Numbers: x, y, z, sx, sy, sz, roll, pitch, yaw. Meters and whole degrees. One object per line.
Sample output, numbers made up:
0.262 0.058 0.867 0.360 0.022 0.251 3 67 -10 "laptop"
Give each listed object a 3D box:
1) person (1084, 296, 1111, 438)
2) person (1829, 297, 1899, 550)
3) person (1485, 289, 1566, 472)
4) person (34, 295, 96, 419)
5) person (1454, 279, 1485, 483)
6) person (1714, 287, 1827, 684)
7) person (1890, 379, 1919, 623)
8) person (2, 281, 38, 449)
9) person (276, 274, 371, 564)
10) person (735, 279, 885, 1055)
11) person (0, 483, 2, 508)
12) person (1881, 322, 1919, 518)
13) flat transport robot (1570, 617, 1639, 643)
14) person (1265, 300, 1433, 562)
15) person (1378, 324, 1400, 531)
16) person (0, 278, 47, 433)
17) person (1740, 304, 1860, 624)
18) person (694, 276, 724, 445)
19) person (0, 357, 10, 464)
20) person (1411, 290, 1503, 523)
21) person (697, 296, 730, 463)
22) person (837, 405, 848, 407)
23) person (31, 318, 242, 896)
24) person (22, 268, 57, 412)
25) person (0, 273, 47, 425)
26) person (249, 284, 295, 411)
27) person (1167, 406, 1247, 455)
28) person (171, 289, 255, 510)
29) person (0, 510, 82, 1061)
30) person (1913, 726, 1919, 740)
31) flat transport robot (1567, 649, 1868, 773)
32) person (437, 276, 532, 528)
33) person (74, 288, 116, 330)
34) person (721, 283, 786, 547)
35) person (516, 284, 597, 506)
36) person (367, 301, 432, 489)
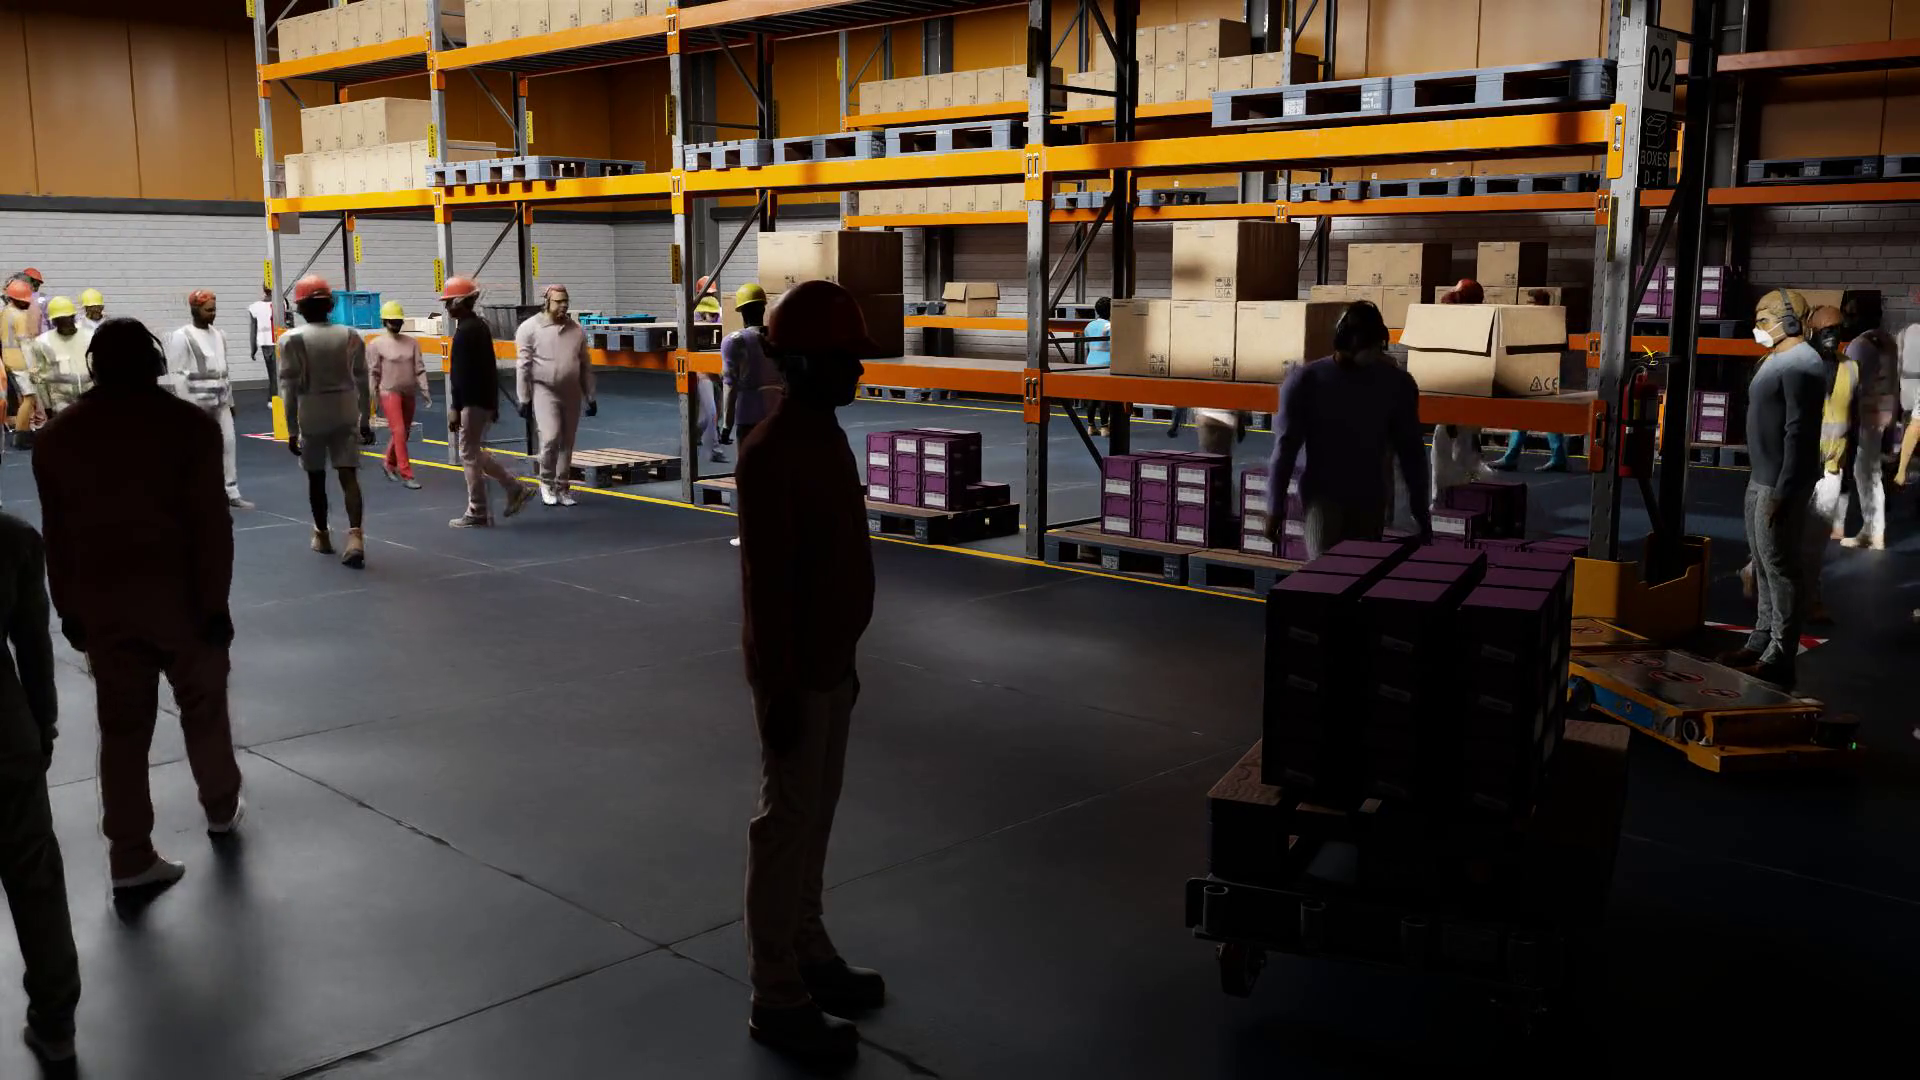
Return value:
1.706 -2.078 20.026 0.321 1.694 0.534 -7 12 -37 "person"
6.473 -0.852 12.139 0.747 1.816 0.649 8 12 40 "person"
5.662 -1.573 16.548 0.884 1.815 0.570 3 10 20 "person"
-7.960 -1.300 14.946 0.589 1.795 0.836 -8 12 -39 "person"
4.262 -1.222 14.023 0.373 1.935 0.552 1 9 7 "person"
3.989 -0.260 8.134 0.373 1.935 0.628 2 10 14 "person"
5.414 -0.326 8.998 0.500 1.801 0.943 1 9 5 "person"
-10.579 -1.968 18.745 0.659 1.900 0.566 9 13 43 "person"
-4.364 -0.833 11.492 0.626 1.993 1.058 -6 11 -32 "person"
-0.384 0.322 4.380 0.395 1.992 0.622 2 9 11 "person"
-8.204 -1.040 13.819 0.309 1.639 0.522 -2 10 -13 "person"
7.762 -1.121 13.444 0.546 1.917 0.556 -3 10 -19 "person"
2.750 0.553 8.236 1.431 0.197 0.652 -2 9 -10 "flat transport robot"
1.775 -0.133 7.509 0.692 1.869 1.057 -2 9 -9 "person"
3.088 -0.817 12.454 0.523 1.637 0.310 -7 12 -38 "person"
-11.606 -2.271 20.550 0.402 1.906 0.652 0 9 2 "person"
4.844 -0.437 9.542 0.643 1.825 0.466 -2 9 -12 "person"
-2.903 -2.060 19.159 0.547 1.938 0.377 -5 10 -27 "person"
-7.522 -0.911 12.839 0.319 1.698 0.539 -1 9 -4 "person"
3.953 -1.010 12.960 0.741 1.861 0.589 7 12 37 "person"
-2.672 -1.696 17.530 0.728 1.742 0.530 8 12 41 "person"
-1.753 -2.752 24.436 0.347 1.619 0.569 4 10 23 "person"
-2.720 0.193 5.598 0.668 1.855 0.916 0 9 -2 "person"
-13.038 -2.809 23.465 0.605 2.033 0.401 -1 9 -7 "person"
-12.091 -2.483 21.437 0.985 2.000 0.736 3 10 20 "person"
-9.857 -2.793 23.882 0.611 1.873 1.006 0 9 -2 "person"
1.915 -0.877 12.893 0.541 1.595 0.811 -5 10 -26 "person"
-6.370 -1.166 13.933 0.780 1.859 0.596 3 10 16 "person"
-2.473 0.494 4.091 0.319 1.742 0.492 6 11 31 "person"
4.322 -0.062 6.878 0.782 1.951 0.684 1 9 6 "person"
3.188 0.709 7.275 0.652 0.197 1.431 -2 9 -9 "flat transport robot"
-3.757 -1.069 12.972 0.558 1.972 0.644 -1 9 -4 "person"
-9.505 -1.868 18.368 0.443 1.810 0.608 8 12 41 "person"
-1.474 -0.896 12.076 0.585 1.920 0.374 -7 11 -35 "person"
-3.390 -1.214 14.100 0.679 1.890 0.471 -8 12 -41 "person"
-5.267 -1.366 15.511 0.859 1.733 0.520 8 12 40 "person"
